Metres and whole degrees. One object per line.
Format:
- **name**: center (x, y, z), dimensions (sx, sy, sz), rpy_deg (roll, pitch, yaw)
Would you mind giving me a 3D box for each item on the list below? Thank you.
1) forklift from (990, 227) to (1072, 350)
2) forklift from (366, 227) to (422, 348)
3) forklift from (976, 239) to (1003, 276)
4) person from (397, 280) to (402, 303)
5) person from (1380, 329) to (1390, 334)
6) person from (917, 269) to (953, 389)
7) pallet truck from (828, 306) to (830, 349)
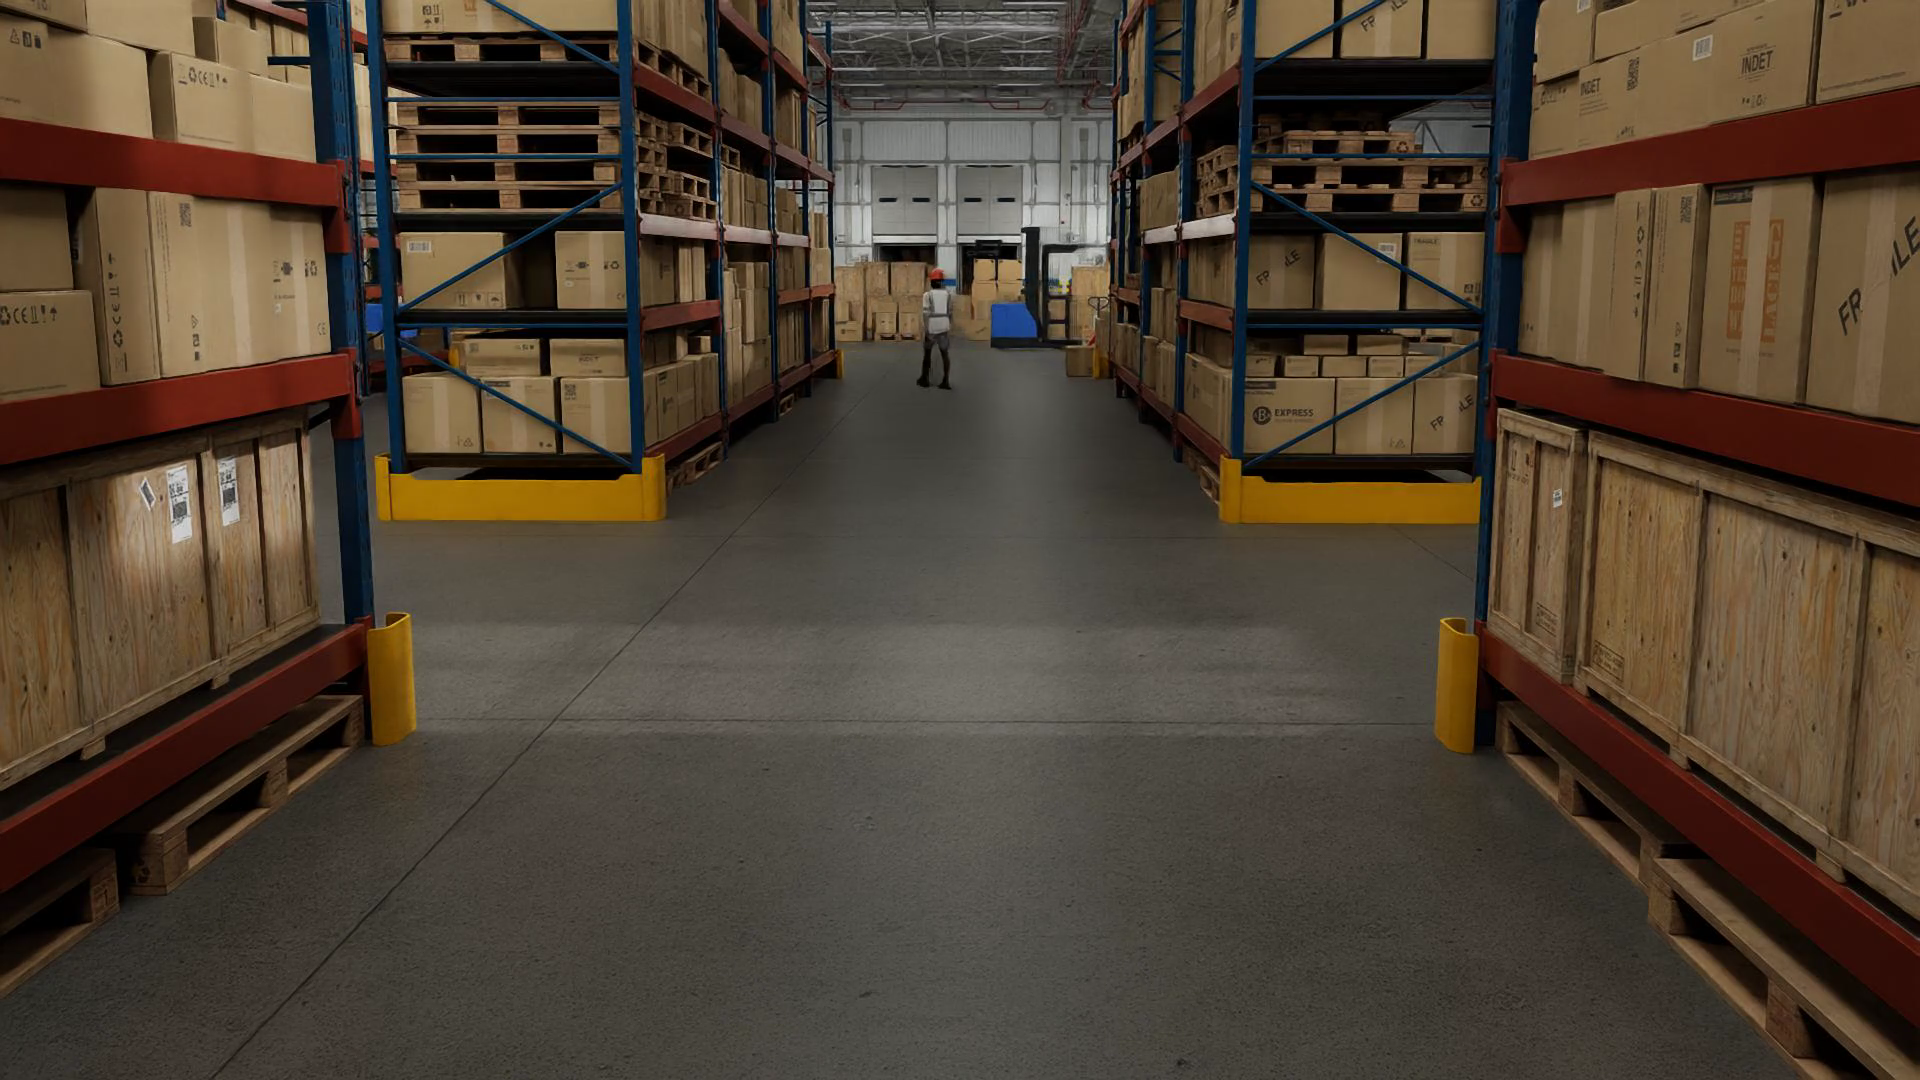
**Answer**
- **forklift**: center (1.637, -5.791, 38.250), dimensions (1.873, 2.768, 1.129), rpy_deg (0, 9, 1)
- **forklift**: center (-13.126, -5.814, 38.385), dimensions (1.129, 2.768, 1.873), rpy_deg (0, 9, 1)
- **forklift**: center (1.042, -9.229, 58.844), dimensions (1.129, 2.768, 1.873), rpy_deg (4, 10, 20)
- **person**: center (-12.922, -5.141, 38.067), dimensions (0.308, 1.640, 0.510), rpy_deg (2, 10, 13)
- **person**: center (7.234, -3.633, 28.865), dimensions (0.318, 1.696, 0.537), rpy_deg (-9, 13, -44)
- **person**: center (-0.396, -3.385, 26.747), dimensions (0.552, 1.897, 0.926), rpy_deg (-4, 10, -23)
- **pallet truck**: center (-3.100, -3.940, 29.800), dimensions (1.885, 1.965, 0.823), rpy_deg (3, 10, 19)
